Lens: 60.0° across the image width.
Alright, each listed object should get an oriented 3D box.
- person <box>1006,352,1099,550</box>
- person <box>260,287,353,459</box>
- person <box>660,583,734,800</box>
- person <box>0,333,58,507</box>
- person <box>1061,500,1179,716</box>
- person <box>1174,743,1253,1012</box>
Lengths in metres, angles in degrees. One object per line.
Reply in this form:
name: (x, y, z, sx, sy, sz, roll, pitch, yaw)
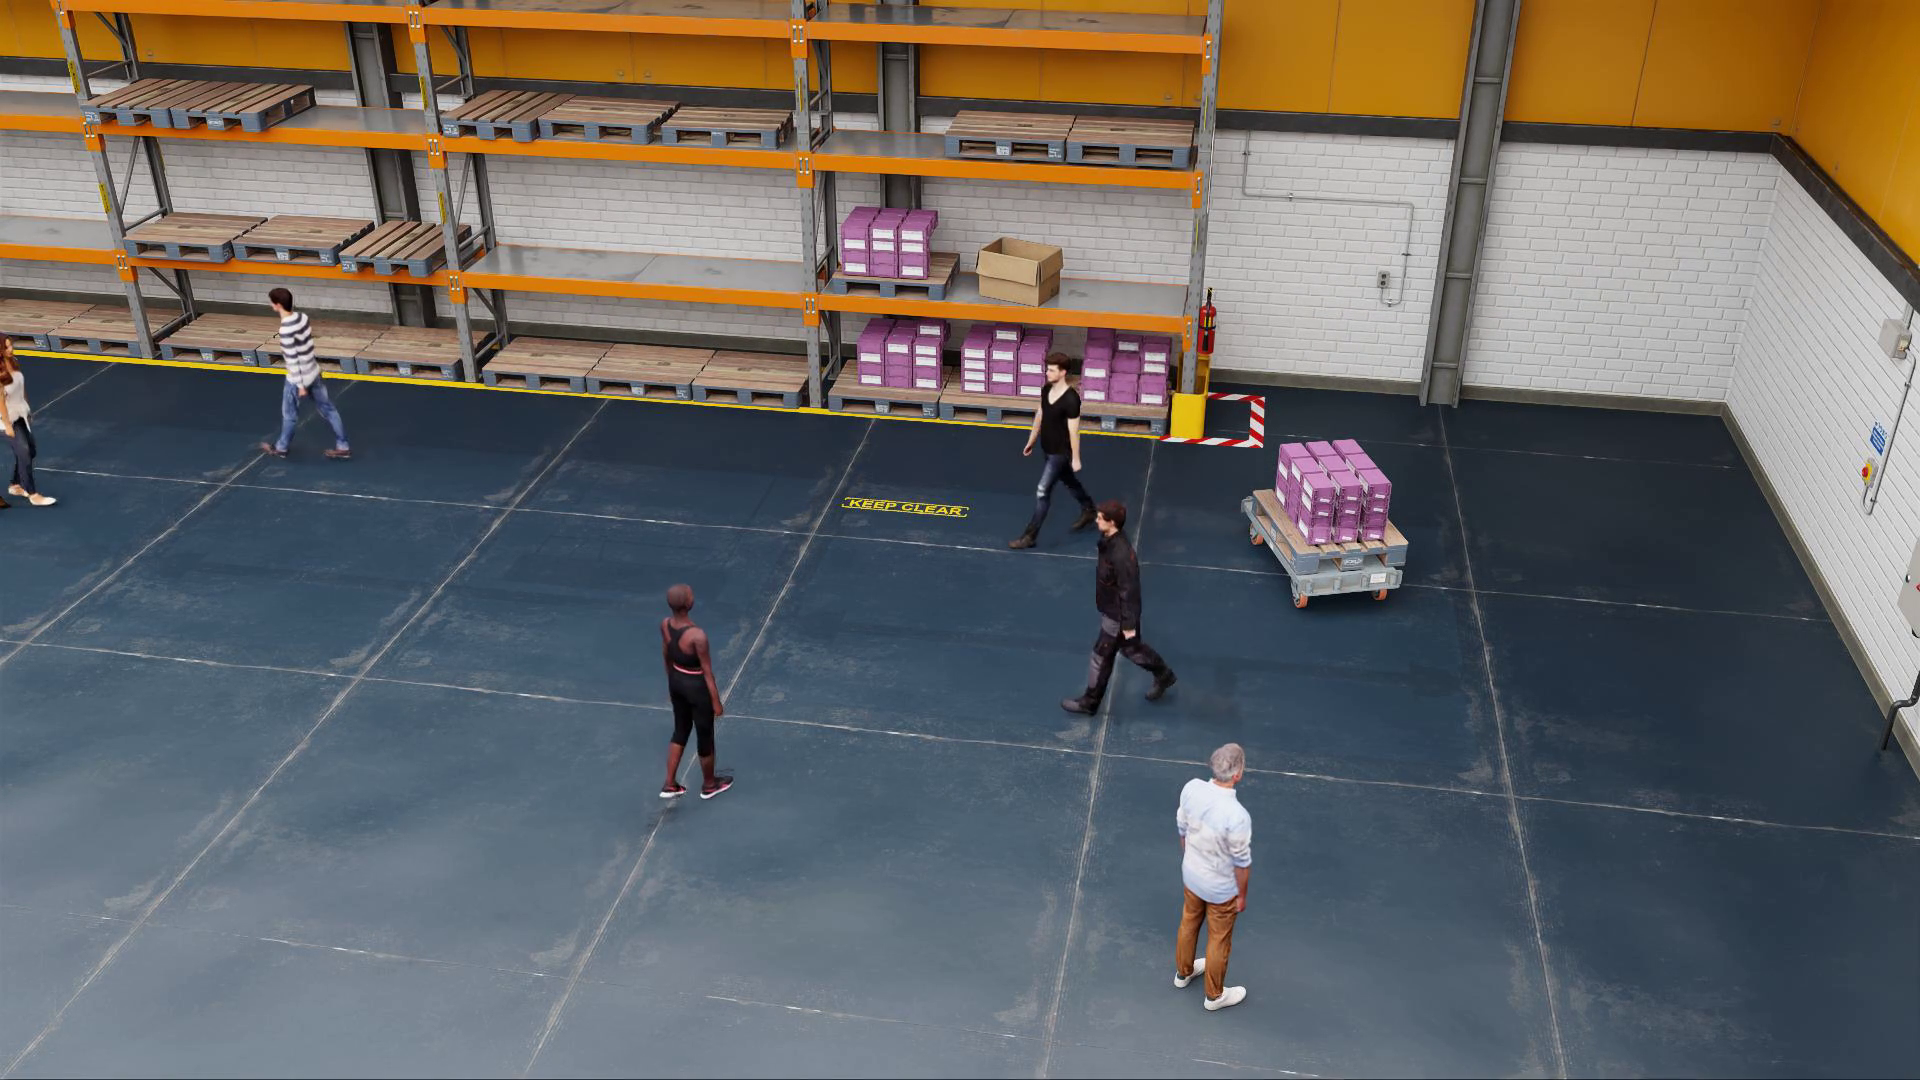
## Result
person: (0.964, -0.824, 15.051, 1.331, 1.853, 1.134, -13, 31, -22)
person: (-6.433, -1.616, 16.554, 1.087, 1.804, 0.644, 5, 29, 9)
person: (-1.926, 1.087, 11.648, 0.828, 1.757, 0.830, 19, 34, 31)
person: (-8.994, -1.135, 15.711, 0.786, 1.768, 0.683, 0, 29, -1)
person: (1.316, 0.529, 12.631, 1.264, 1.794, 0.954, -4, 29, -7)
person: (1.510, 1.991, 9.918, 0.821, 1.826, 0.747, -20, 35, -33)
